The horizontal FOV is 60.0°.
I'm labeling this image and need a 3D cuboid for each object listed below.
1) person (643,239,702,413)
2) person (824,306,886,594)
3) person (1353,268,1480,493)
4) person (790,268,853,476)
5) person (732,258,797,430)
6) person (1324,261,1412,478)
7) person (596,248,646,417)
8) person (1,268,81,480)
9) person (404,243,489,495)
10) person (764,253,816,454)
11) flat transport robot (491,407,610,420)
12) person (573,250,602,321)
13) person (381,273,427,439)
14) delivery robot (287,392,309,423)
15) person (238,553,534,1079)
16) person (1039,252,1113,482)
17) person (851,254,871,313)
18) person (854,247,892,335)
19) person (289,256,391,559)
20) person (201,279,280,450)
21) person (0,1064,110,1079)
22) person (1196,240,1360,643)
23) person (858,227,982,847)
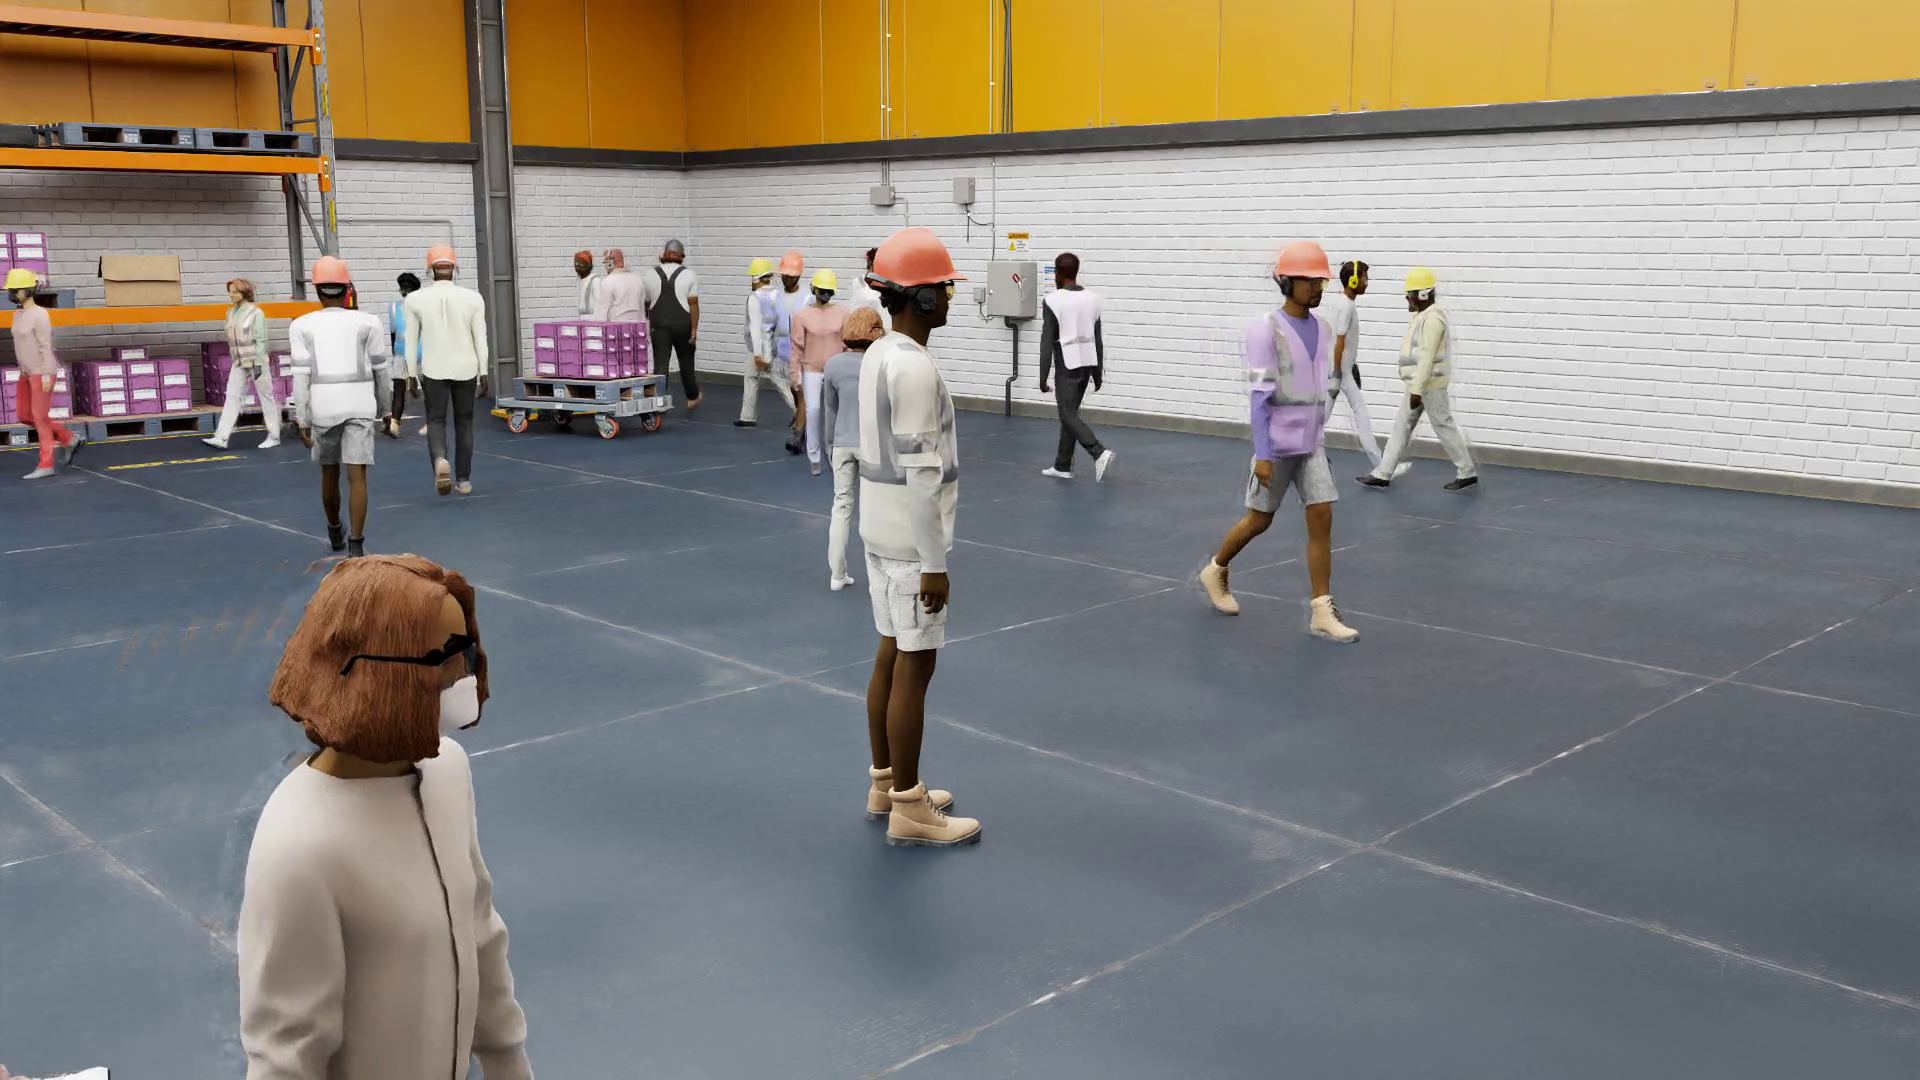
[{"bbox_3d":[-3.314,-2.506,19.210,0.702,2.000,1.042,1,10,6],"label":"person"},{"bbox_3d":[-0.554,-0.506,9.445,0.498,1.626,0.288,6,12,29],"label":"person"},{"bbox_3d":[3.671,-1.243,13.084,0.973,1.776,0.601,1,10,6],"label":"person"},{"bbox_3d":[-1.158,-1.408,14.006,0.556,1.742,0.403,-3,11,-13],"label":"person"},{"bbox_3d":[-1.981,-2.028,17.278,0.883,1.804,0.593,6,12,30],"label":"person"},{"bbox_3d":[3.211,-1.379,13.708,1.017,1.807,0.542,0,10,2],"label":"person"},{"bbox_3d":[-3.760,-2.292,18.496,0.451,1.881,0.654,6,12,28],"label":"person"},{"bbox_3d":[-7.688,-1.392,13.930,0.536,1.755,0.517,7,13,34],"label":"person"},{"bbox_3d":[-3.952,-1.299,12.838,0.627,1.973,0.773,-3,11,-17],"label":"person"},{"bbox_3d":[-1.556,-1.756,15.633,0.605,1.867,1.068,3,11,17],"label":"person"},{"bbox_3d":[-4.425,-1.497,18.534,1.431,0.197,0.652,-7,12,-33],"label":"flat transport robot"},{"bbox_3d":[-4.338,-2.450,19.447,0.545,1.854,0.582,-7,12,-32],"label":"person"},{"bbox_3d":[-5.461,-1.824,16.539,0.543,1.639,0.891,1,10,7],"label":"person"},{"bbox_3d":[-6.420,-1.366,16.782,0.477,0.478,0.707,5,12,28],"label":"delivery robot"},{"bbox_3d":[-0.705,0.814,2.233,0.455,1.614,0.531,1,10,4],"label":"person"},{"bbox_3d":[0.972,-1.409,13.657,0.604,1.891,0.835,-8,13,-38],"label":"person"},{"bbox_3d":[-0.961,-2.387,19.074,0.598,1.857,0.813,-9,14,-42],"label":"person"},{"bbox_3d":[-0.653,-1.686,15.047,0.608,1.938,0.910,-6,12,-32],"label":"person"},{"bbox_3d":[-3.846,-0.808,10.367,0.555,1.884,0.991,-3,11,-16],"label":"person"},{"bbox_3d":[-6.749,-1.626,15.577,0.541,1.599,0.807,5,12,26],"label":"person"},{"bbox_3d":[-2.427,0.469,3.495,0.988,1.857,0.643,-5,12,-27],"label":"person"},{"bbox_3d":[1.640,-0.524,8.519,0.617,2.013,0.999,-8,13,-36],"label":"person"},{"bbox_3d":[-0.148,-0.005,5.550,0.362,2.048,0.613,-3,11,-15],"label":"person"}]
